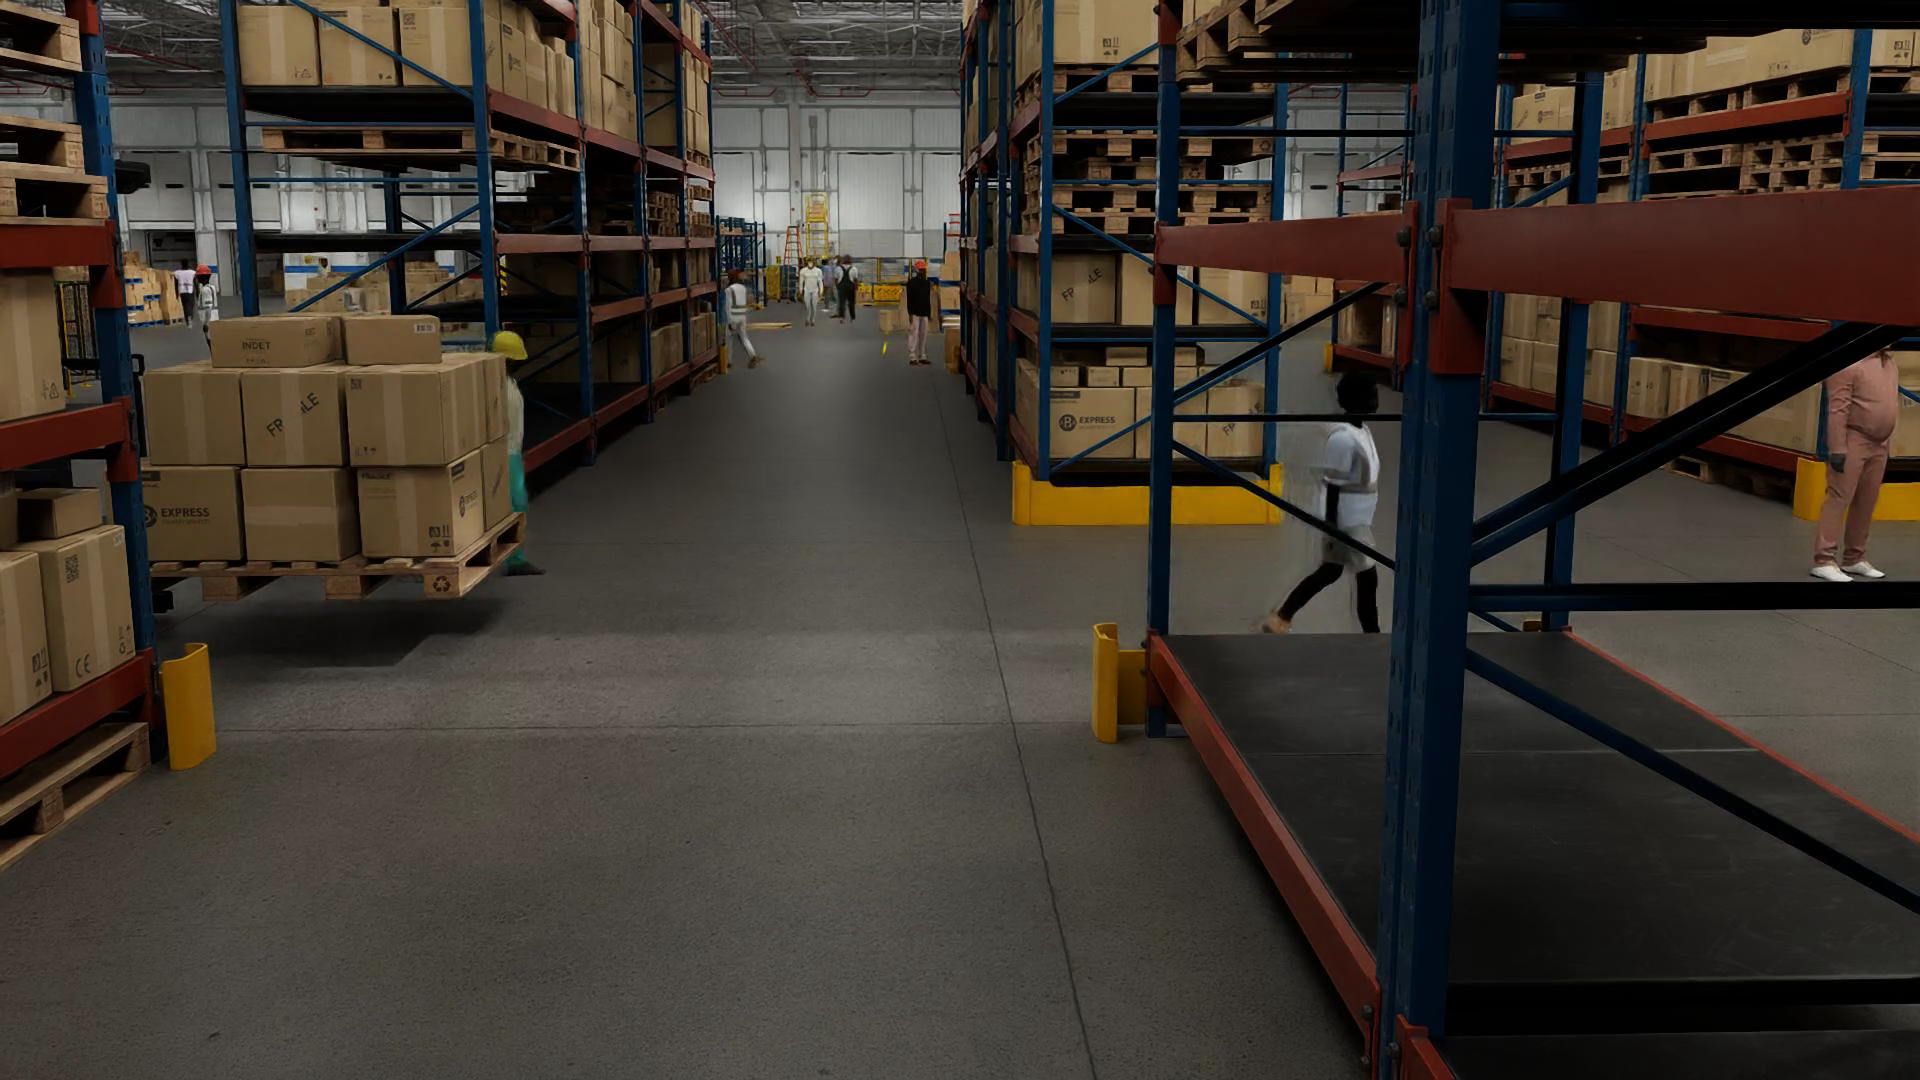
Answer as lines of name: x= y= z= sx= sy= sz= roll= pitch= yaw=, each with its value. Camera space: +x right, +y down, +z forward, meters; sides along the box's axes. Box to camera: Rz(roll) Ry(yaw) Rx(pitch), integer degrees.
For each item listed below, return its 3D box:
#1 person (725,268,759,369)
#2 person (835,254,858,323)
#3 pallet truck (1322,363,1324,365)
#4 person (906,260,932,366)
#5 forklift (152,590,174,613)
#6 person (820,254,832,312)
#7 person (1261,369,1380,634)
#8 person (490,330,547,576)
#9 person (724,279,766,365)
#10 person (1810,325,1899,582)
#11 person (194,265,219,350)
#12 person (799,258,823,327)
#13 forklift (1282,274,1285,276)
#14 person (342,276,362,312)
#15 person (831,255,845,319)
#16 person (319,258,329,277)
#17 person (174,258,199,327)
person: x=-4.073 y=-4.072 z=30.676 sx=0.821 sy=1.862 sz=0.588 roll=9 pitch=14 yaw=42
person: x=-3.280 y=-7.298 z=48.115 sx=0.683 sy=2.000 sz=1.027 roll=1 pitch=10 yaw=3
pallet truck: x=7.712 y=-4.157 z=30.737 sx=1.885 sy=1.965 sz=0.823 roll=3 pitch=11 yaw=16
person: x=-0.763 y=-4.295 z=31.507 sx=0.375 sy=1.997 sz=0.608 roll=9 pitch=14 yaw=41
forklift: x=-5.858 y=-0.811 z=9.639 sx=1.873 sy=2.768 sz=1.129 roll=-1 pitch=10 yaw=-3
person: x=-4.532 y=-8.594 z=55.684 sx=0.456 sy=1.909 sz=0.621 roll=1 pitch=10 yaw=5
person: x=2.097 y=-0.129 z=9.243 sx=0.840 sy=1.668 sz=0.540 roll=4 pitch=11 yaw=22
person: x=-3.170 y=-0.584 z=11.537 sx=0.450 sy=1.736 sz=0.553 roll=0 pitch=10 yaw=0
person: x=-4.143 y=-4.118 z=31.475 sx=0.911 sy=1.643 sz=0.543 roll=3 pitch=11 yaw=18
person: x=6.257 y=-0.656 z=11.529 sx=0.654 sy=1.898 sz=0.399 roll=-6 pitch=12 yaw=-28
person: x=-13.196 y=-3.845 z=29.168 sx=0.354 sy=1.939 sz=0.544 roll=-3 pitch=11 yaw=-18
person: x=-4.112 y=-6.845 z=46.004 sx=0.656 sy=1.891 sz=0.992 roll=-2 pitch=10 yaw=-9
forklift: x=12.240 y=-10.302 z=62.509 sx=1.129 sy=2.768 sz=1.873 roll=0 pitch=10 yaw=-2
person: x=-12.759 y=-4.708 z=34.842 sx=0.679 sy=1.617 sz=0.512 roll=5 pitch=12 yaw=28
person: x=-3.724 y=-7.731 z=50.809 sx=0.364 sy=1.939 sz=0.636 roll=-6 pitch=12 yaw=-30
person: x=-20.227 y=-8.086 z=53.118 sx=0.996 sy=1.818 sz=0.547 roll=-2 pitch=10 yaw=-9
person: x=-21.137 y=-6.753 z=45.463 sx=0.596 sy=1.906 sz=0.628 roll=-3 pitch=11 yaw=-16
